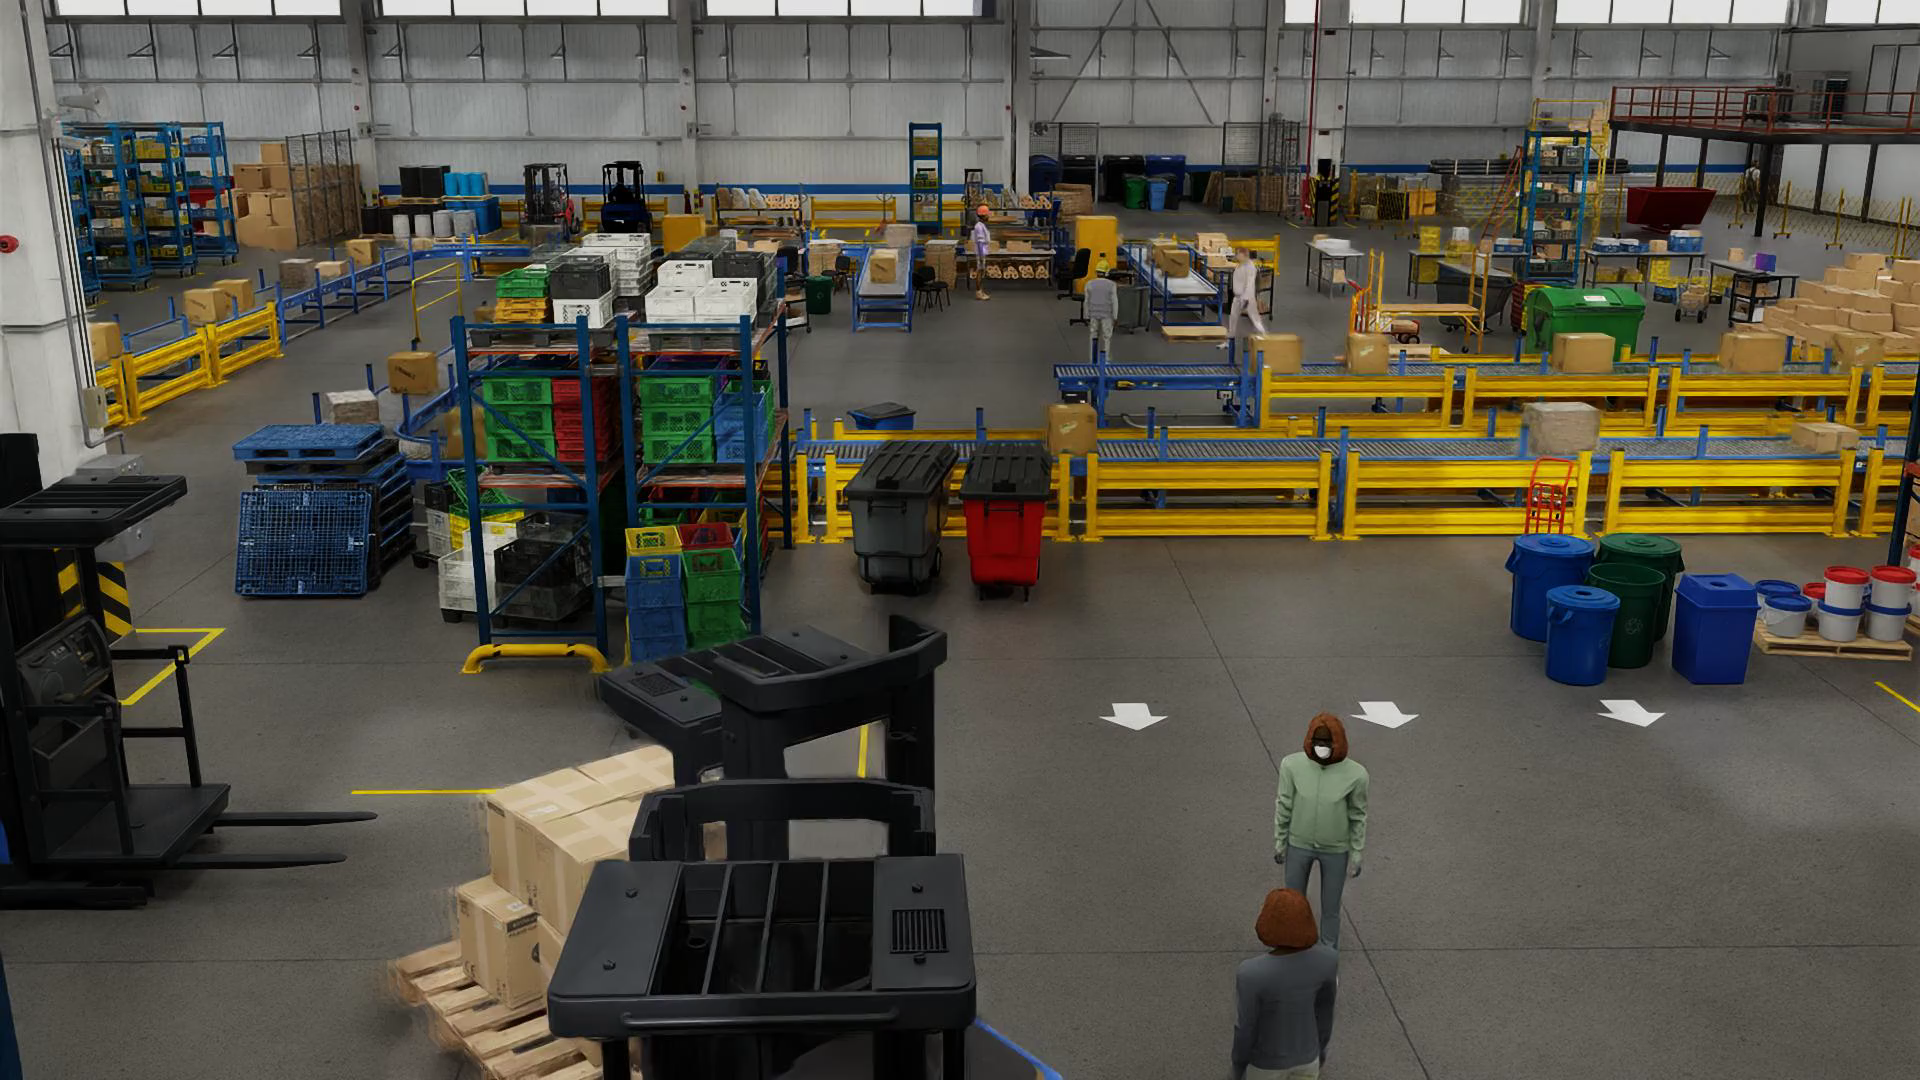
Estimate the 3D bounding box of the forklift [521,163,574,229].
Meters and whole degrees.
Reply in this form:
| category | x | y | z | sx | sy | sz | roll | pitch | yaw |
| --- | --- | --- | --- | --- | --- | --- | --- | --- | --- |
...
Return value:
| category | x | y | z | sx | sy | sz | roll | pitch | yaw |
| --- | --- | --- | --- | --- | --- | --- | --- | --- | --- |
| forklift | -12.233 | -10.122 | 49.298 | 1.157 | 1.987 | 2.680 | 0 | 16 | -1 |

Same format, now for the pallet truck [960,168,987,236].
| category | x | y | z | sx | sy | sz | roll | pitch | yaw |
| --- | --- | --- | --- | --- | --- | --- | --- | --- | --- |
| pallet truck | 0.383 | -10.230 | 50.206 | 0.823 | 1.965 | 1.885 | -1 | 16 | -3 |

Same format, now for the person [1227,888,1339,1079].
| category | x | y | z | sx | sy | sz | roll | pitch | yaw |
| --- | --- | --- | --- | --- | --- | --- | --- | --- | --- |
| person | 1.414 | 2.285 | 7.349 | 0.500 | 1.636 | 0.280 | -6 | 17 | -20 |

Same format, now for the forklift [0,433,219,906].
| category | x | y | z | sx | sy | sz | roll | pitch | yaw |
| --- | --- | --- | --- | --- | --- | --- | --- | --- | --- |
| forklift | -5.952 | 0.780 | 10.366 | 1.873 | 2.768 | 1.129 | 0 | 16 | -1 |

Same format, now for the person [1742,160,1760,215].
| category | x | y | z | sx | sy | sz | roll | pitch | yaw |
| --- | --- | --- | --- | --- | --- | --- | --- | --- | --- |
| person | 27.020 | -12.038 | 56.770 | 0.349 | 1.842 | 0.505 | -9 | 19 | -29 |

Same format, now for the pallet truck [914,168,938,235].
| category | x | y | z | sx | sy | sz | roll | pitch | yaw |
| --- | --- | --- | --- | --- | --- | --- | --- | --- | --- |
| pallet truck | -0.989 | -10.316 | 50.507 | 0.823 | 1.965 | 1.885 | 1 | 16 | 3 |

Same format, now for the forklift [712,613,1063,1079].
| category | x | y | z | sx | sy | sz | roll | pitch | yaw |
| --- | --- | --- | --- | --- | --- | --- | --- | --- | --- |
| forklift | -0.503 | 1.745 | 7.012 | 1.129 | 2.768 | 1.873 | -13 | 20 | -37 |

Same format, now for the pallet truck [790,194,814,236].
| category | x | y | z | sx | sy | sz | roll | pitch | yaw |
| --- | --- | --- | --- | --- | --- | --- | --- | --- | --- |
| pallet truck | -4.814 | -9.883 | 50.259 | 0.704 | 1.261 | 1.522 | -1 | 16 | -3 |

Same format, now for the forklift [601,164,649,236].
| category | x | y | z | sx | sy | sz | roll | pitch | yaw |
| --- | --- | --- | --- | --- | --- | --- | --- | --- | --- |
| forklift | -9.948 | -10.127 | 49.296 | 1.157 | 1.987 | 2.680 | -1 | 16 | -3 |

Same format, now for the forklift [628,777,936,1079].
| category | x | y | z | sx | sy | sz | roll | pitch | yaw |
| --- | --- | --- | --- | --- | --- | --- | --- | --- | --- |
| forklift | -0.542 | 2.165 | 5.552 | 1.129 | 2.768 | 1.873 | -1 | 16 | -2 |

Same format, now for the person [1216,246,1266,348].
| category | x | y | z | sx | sy | sz | roll | pitch | yaw |
| --- | --- | --- | --- | --- | --- | --- | --- | --- | --- |
| person | 5.208 | -4.405 | 30.258 | 0.993 | 1.853 | 0.713 | -7 | 18 | -24 |

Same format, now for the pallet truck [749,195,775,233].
| category | x | y | z | sx | sy | sz | roll | pitch | yaw |
| --- | --- | --- | --- | --- | --- | --- | --- | --- | --- |
| pallet truck | -6.051 | -9.967 | 50.660 | 0.680 | 1.201 | 1.601 | 0 | 16 | -1 |

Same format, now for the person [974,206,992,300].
| category | x | y | z | sx | sy | sz | roll | pitch | yaw |
| --- | --- | --- | --- | --- | --- | --- | --- | --- | --- |
| person | 0.507 | -6.278 | 36.388 | 0.378 | 2.041 | 0.616 | 1 | 16 | 4 |

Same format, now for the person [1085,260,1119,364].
| category | x | y | z | sx | sy | sz | roll | pitch | yaw |
| --- | --- | --- | --- | --- | --- | --- | --- | --- | --- |
| person | 2.408 | -3.816 | 28.205 | 0.590 | 1.833 | 0.404 | 7 | 17 | 23 |

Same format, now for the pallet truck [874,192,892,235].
| category | x | y | z | sx | sy | sz | roll | pitch | yaw |
| --- | --- | --- | --- | --- | --- | --- | --- | --- | --- |
| pallet truck | -2.277 | -9.986 | 50.594 | 0.653 | 1.274 | 1.630 | 0 | 16 | -1 |

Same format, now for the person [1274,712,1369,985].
| category | x | y | z | sx | sy | sz | roll | pitch | yaw |
| --- | --- | --- | --- | --- | --- | --- | --- | --- | --- |
| person | 2.002 | 1.728 | 9.289 | 0.499 | 1.634 | 0.285 | 5 | 17 | 18 |
